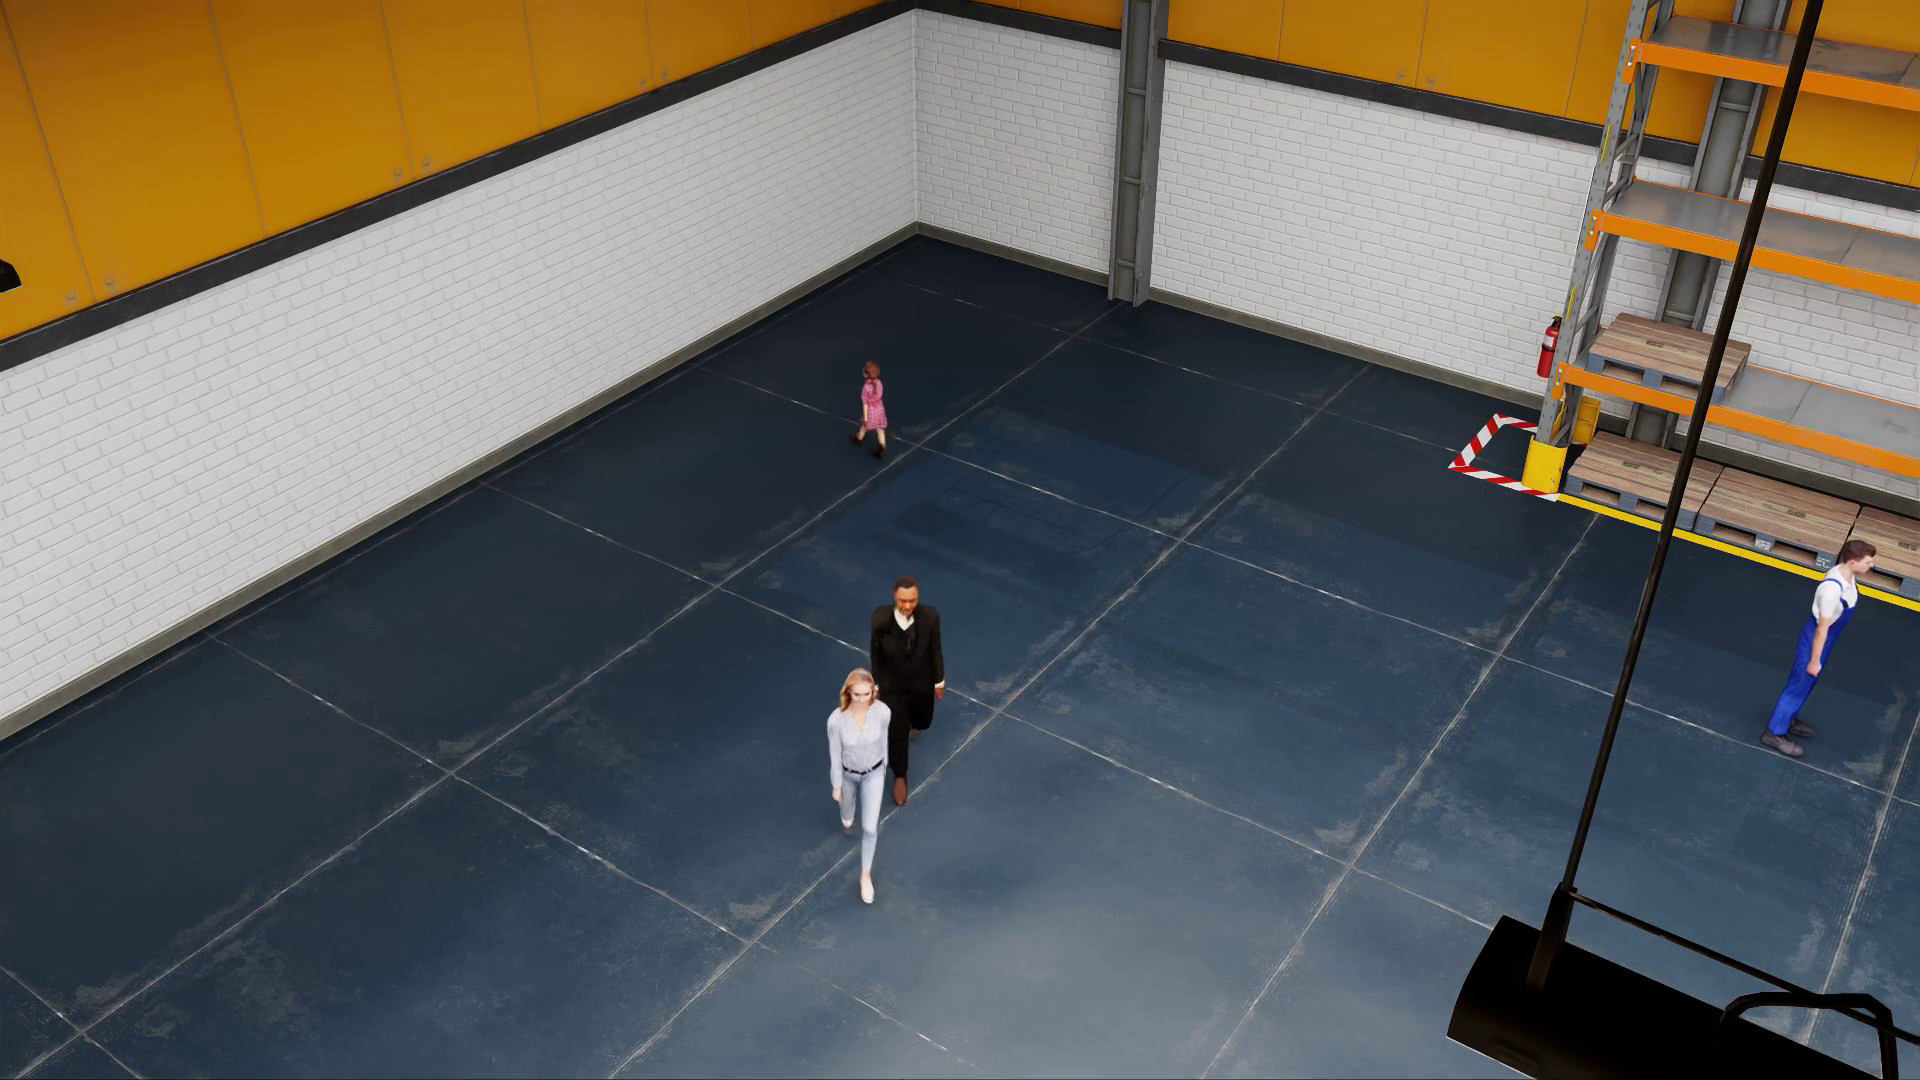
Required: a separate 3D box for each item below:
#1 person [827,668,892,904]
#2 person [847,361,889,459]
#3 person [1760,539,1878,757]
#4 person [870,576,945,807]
[{"bbox_3d":[-0.710,1.555,11.341,1.071,1.768,1.133,-6,34,-9],"label":"person"},{"bbox_3d":[-0.828,-1.259,16.265,0.521,1.004,0.750,-28,43,-35],"label":"person"},{"bbox_3d":[6.429,0.760,12.466,0.563,1.847,0.630,25,41,32],"label":"person"},{"bbox_3d":[-0.395,0.977,12.111,1.177,1.878,1.167,-1,34,-1],"label":"person"}]
